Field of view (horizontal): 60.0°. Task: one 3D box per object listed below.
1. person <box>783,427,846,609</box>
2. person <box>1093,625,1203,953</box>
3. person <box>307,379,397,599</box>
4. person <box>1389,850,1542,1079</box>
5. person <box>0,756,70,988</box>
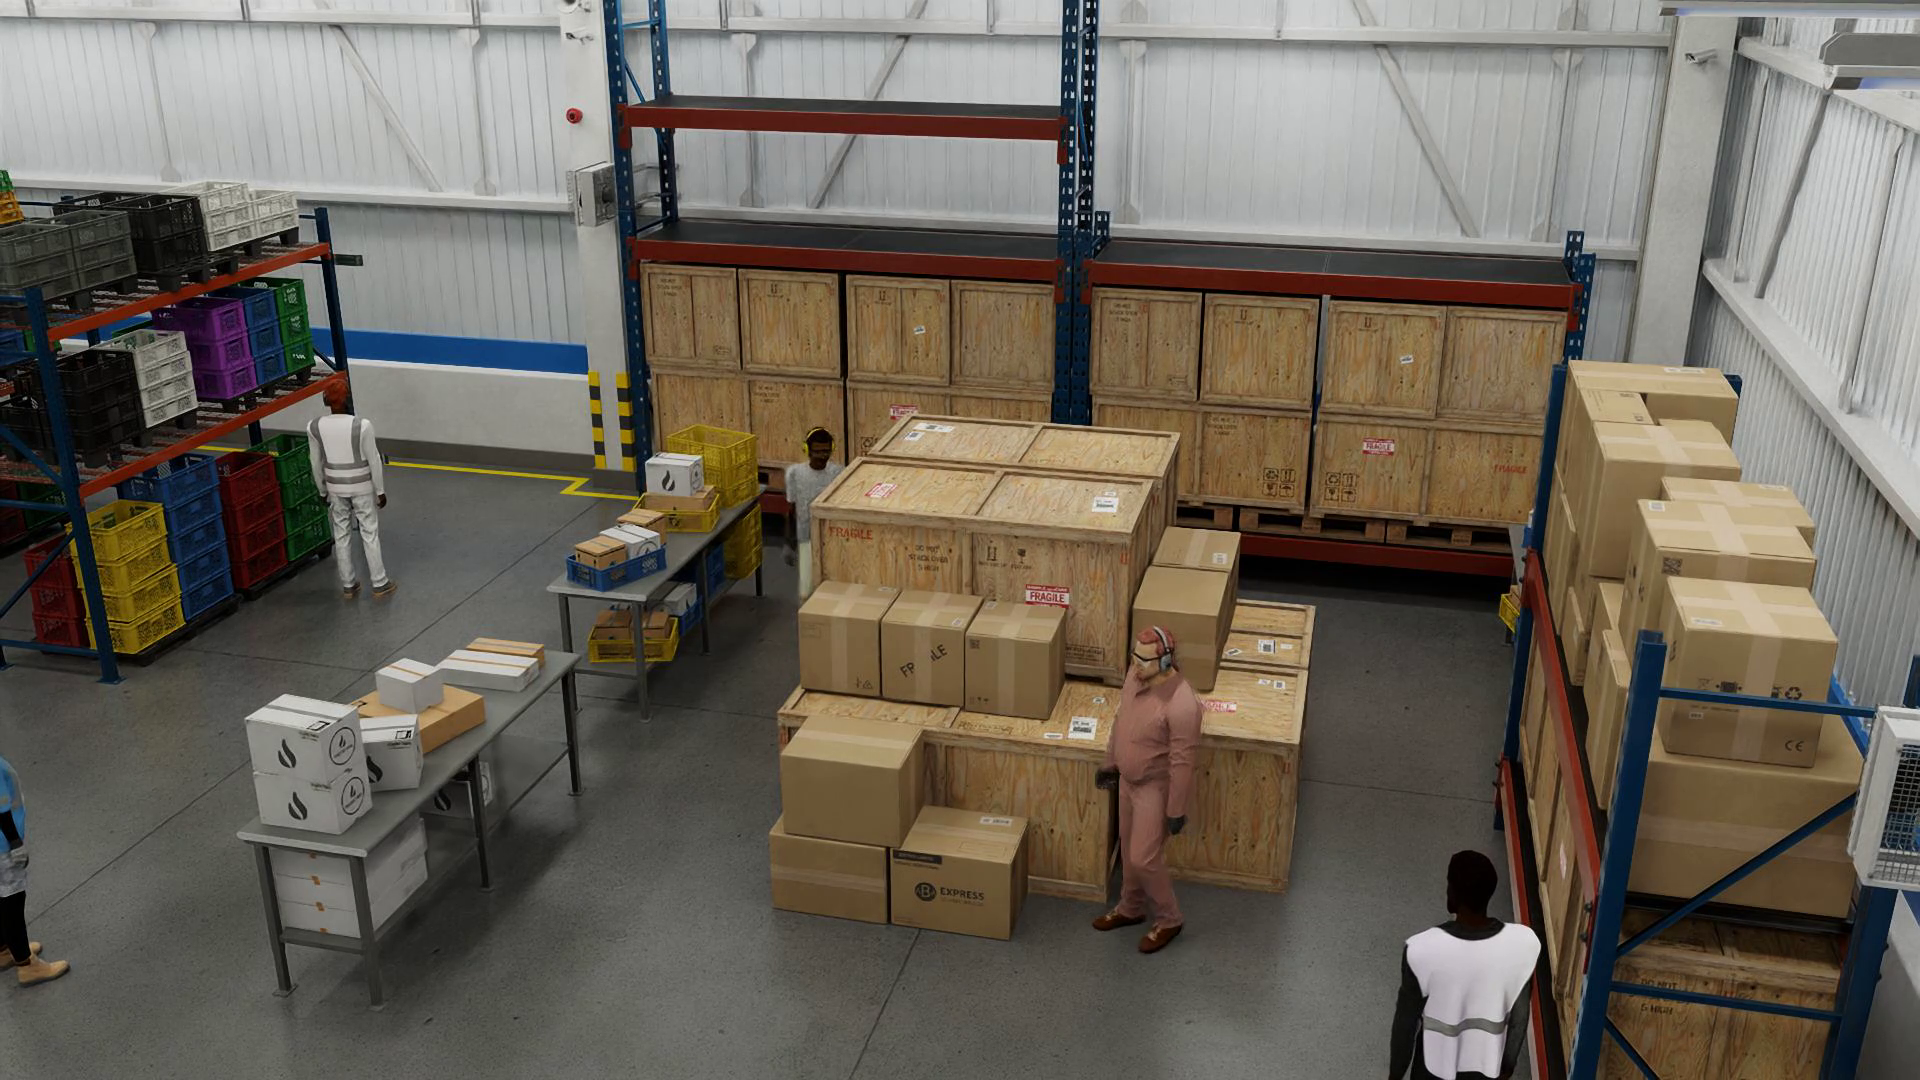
[{"bbox_3d":[-1.045,0.048,12.671,0.579,1.858,0.498,-5,21,-12],"label":"person"},{"bbox_3d":[1.019,1.350,9.210,0.457,1.902,0.671,-7,22,-19],"label":"person"},{"bbox_3d":[-5.076,-0.421,13.868,0.574,1.883,0.355,1,21,1],"label":"person"},{"bbox_3d":[2.099,2.186,7.016,0.587,1.912,0.377,-2,21,-5],"label":"person"},{"bbox_3d":[-5.142,1.583,8.879,0.530,1.697,0.321,16,26,36],"label":"person"}]
